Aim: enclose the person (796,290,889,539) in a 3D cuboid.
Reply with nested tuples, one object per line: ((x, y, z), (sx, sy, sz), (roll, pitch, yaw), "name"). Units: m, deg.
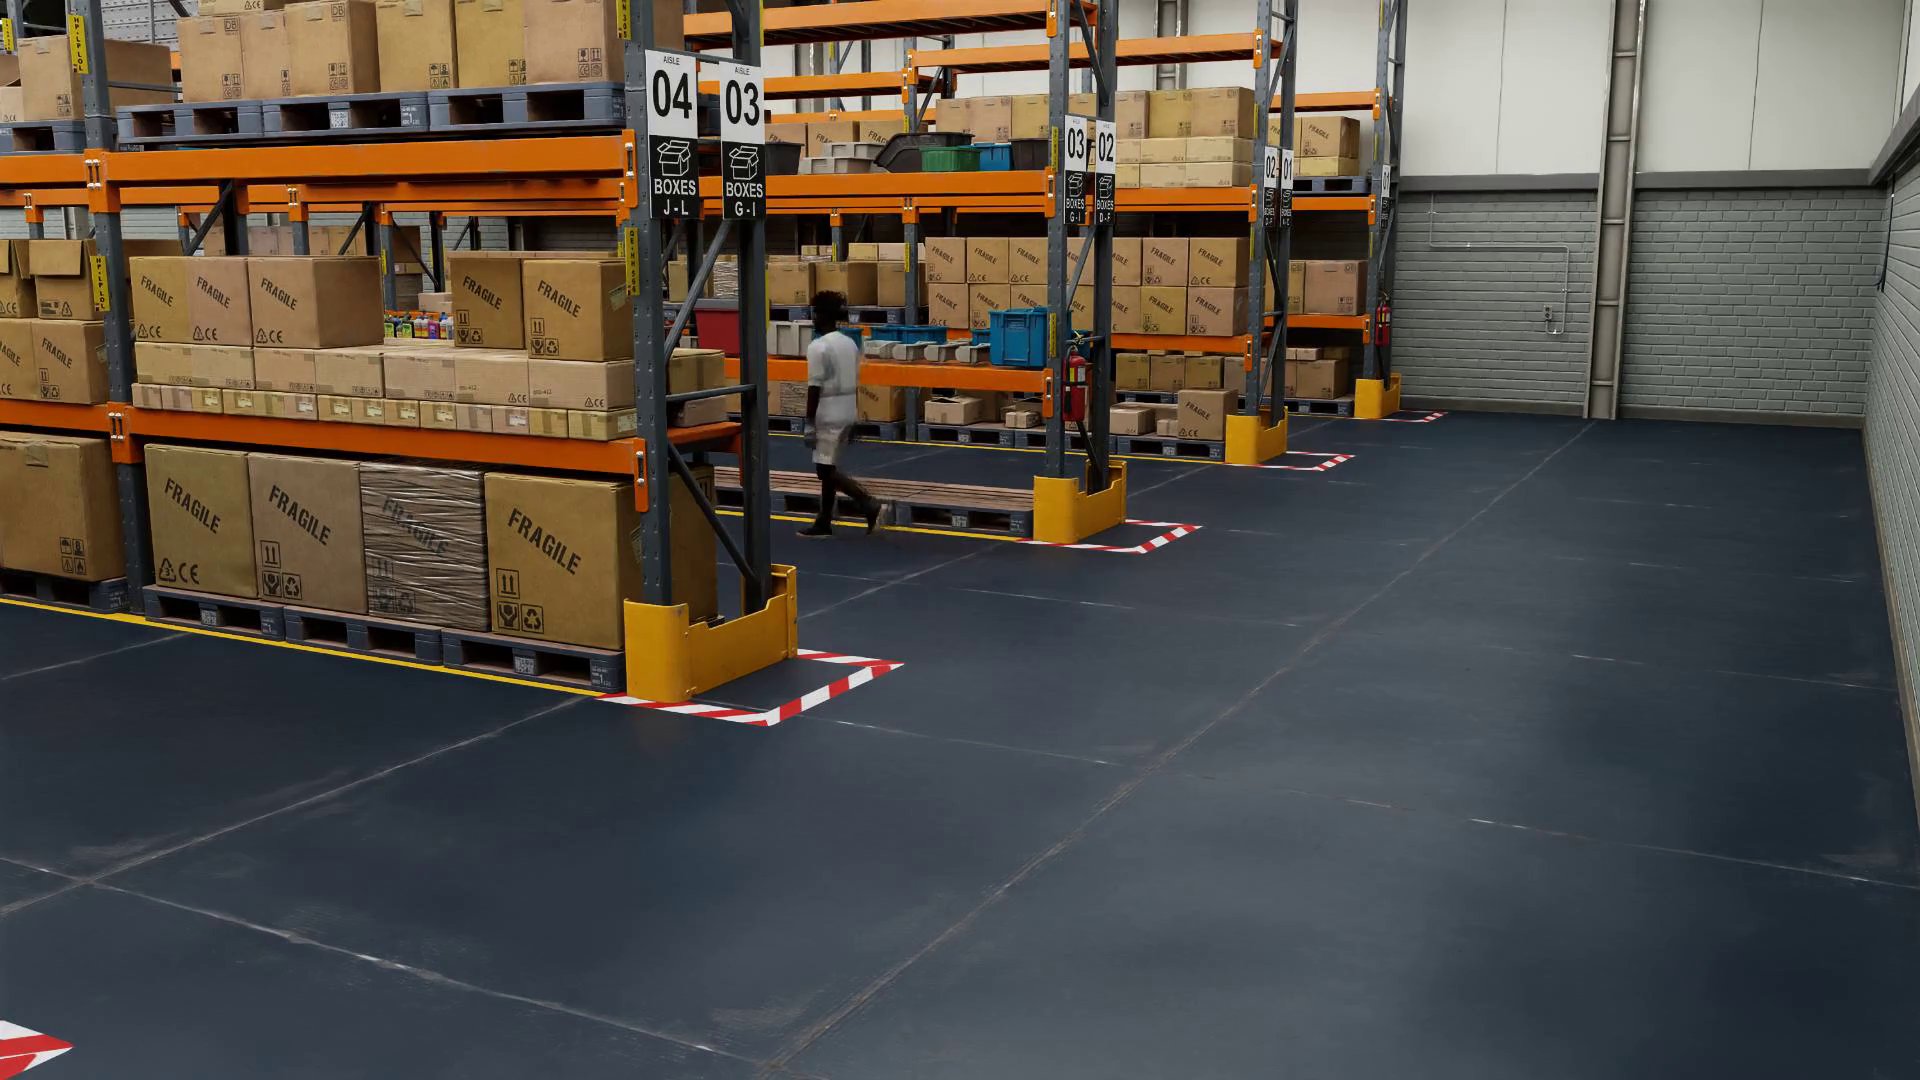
((-0.904, -0.932, 12.688), (0.762, 1.941, 0.629), (4, 11, 23), "person")
